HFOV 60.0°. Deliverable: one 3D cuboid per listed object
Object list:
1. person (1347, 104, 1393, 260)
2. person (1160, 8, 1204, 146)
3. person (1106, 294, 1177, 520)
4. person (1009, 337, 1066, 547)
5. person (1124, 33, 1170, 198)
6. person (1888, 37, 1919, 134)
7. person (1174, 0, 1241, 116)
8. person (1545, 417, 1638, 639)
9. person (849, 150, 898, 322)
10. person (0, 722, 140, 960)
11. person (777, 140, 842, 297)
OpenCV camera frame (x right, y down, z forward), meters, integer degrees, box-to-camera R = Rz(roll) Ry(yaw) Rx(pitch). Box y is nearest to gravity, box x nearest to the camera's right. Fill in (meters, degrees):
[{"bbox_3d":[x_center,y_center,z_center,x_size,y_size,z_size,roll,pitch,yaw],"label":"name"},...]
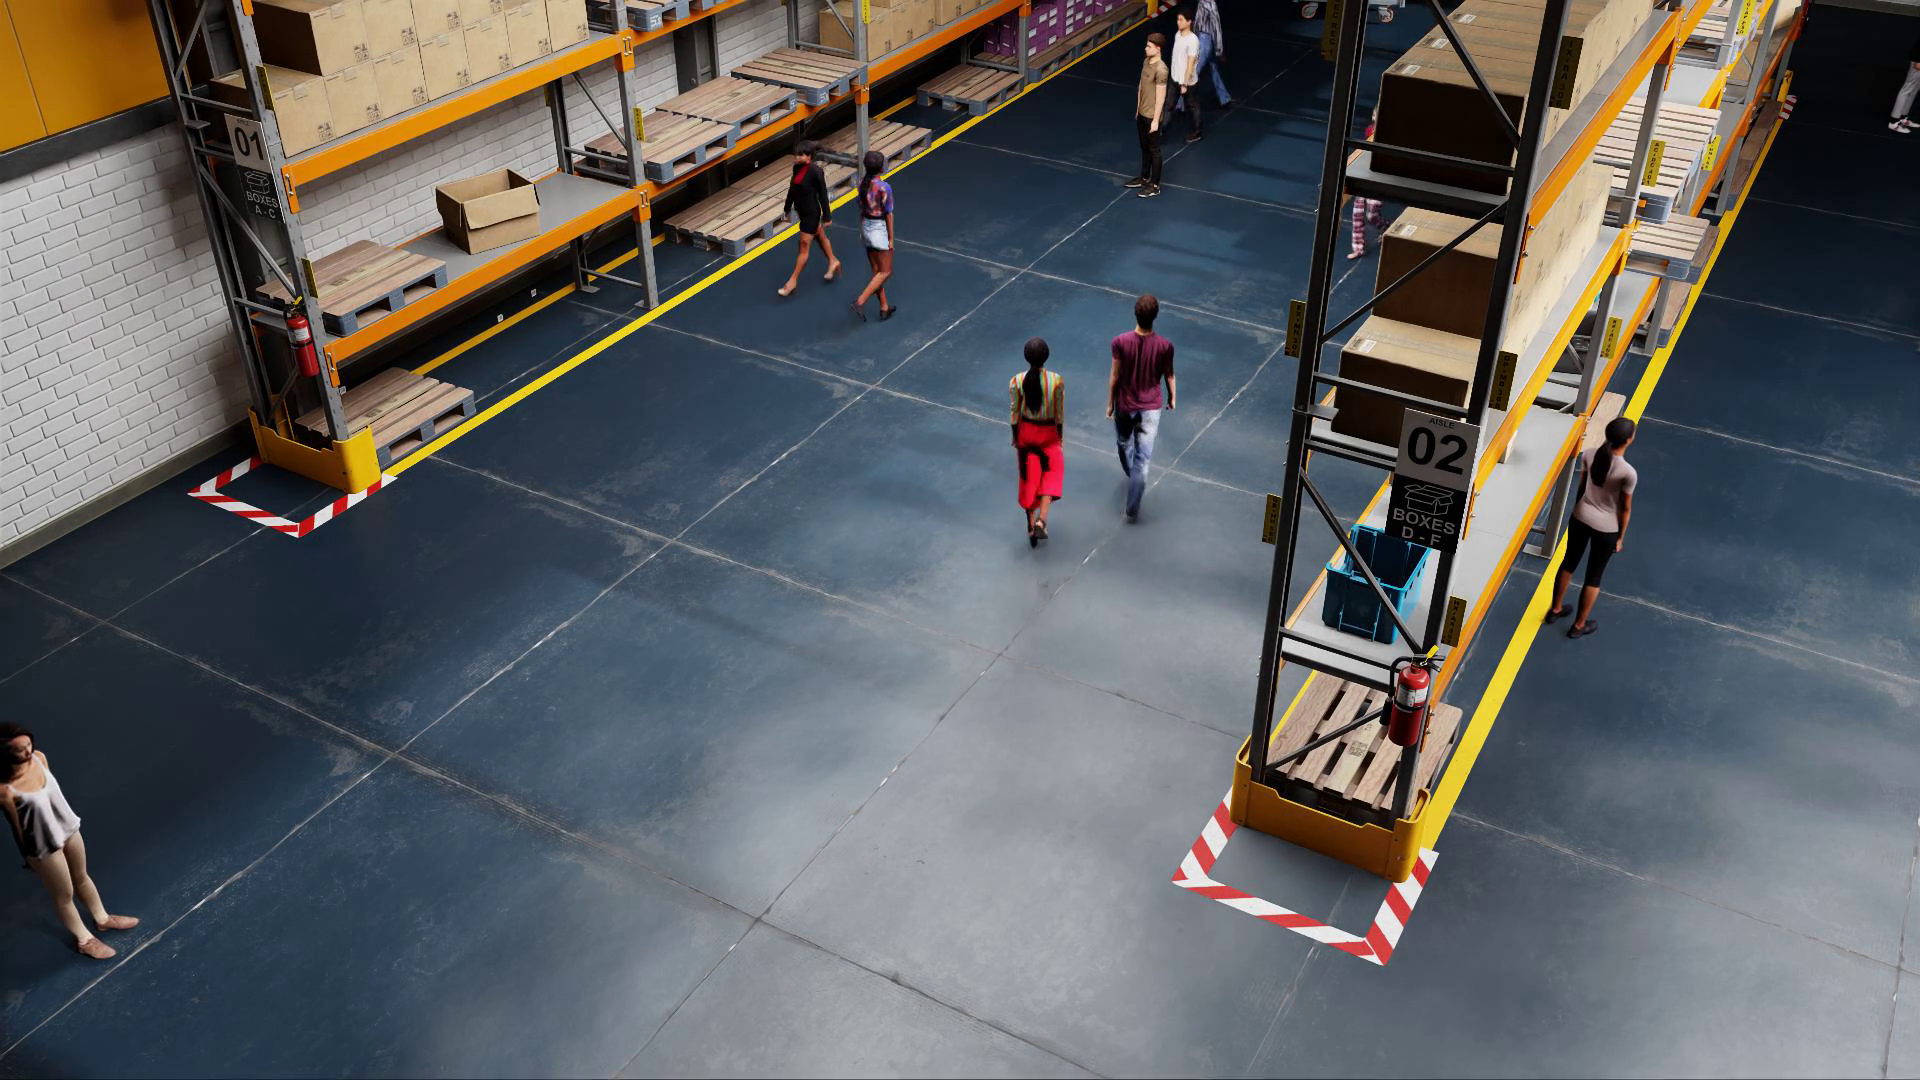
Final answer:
[{"bbox_3d":[4.397,-3.800,17.561,0.906,1.681,0.781,-25,41,-32],"label":"person"},{"bbox_3d":[2.816,-5.650,20.346,1.175,1.678,1.026,-15,36,-21],"label":"person"},{"bbox_3d":[1.417,-1.022,13.270,0.892,1.804,1.205,7,34,11],"label":"person"},{"bbox_3d":[0.592,-0.691,12.798,0.756,1.775,0.874,4,34,6],"label":"person"},{"bbox_3d":[2.189,-4.879,19.030,0.786,1.852,0.749,-12,35,-17],"label":"person"},{"bbox_3d":[12.073,-6.114,20.794,0.685,1.955,0.842,-24,40,-31],"label":"person"},{"bbox_3d":[3.028,-6.224,21.157,1.214,1.737,1.180,-7,34,-11],"label":"person"},{"bbox_3d":[4.547,-0.101,11.938,0.654,1.745,0.663,-23,40,-30],"label":"person"},{"bbox_3d":[-0.875,-2.911,16.183,0.660,1.726,0.935,25,41,32],"label":"person"},{"bbox_3d":[-5.137,1.673,9.354,0.703,1.651,0.643,-9,35,-13],"label":"person"},{"bbox_3d":[-1.456,-3.272,16.853,1.134,1.585,0.838,-23,40,-31],"label":"person"}]
